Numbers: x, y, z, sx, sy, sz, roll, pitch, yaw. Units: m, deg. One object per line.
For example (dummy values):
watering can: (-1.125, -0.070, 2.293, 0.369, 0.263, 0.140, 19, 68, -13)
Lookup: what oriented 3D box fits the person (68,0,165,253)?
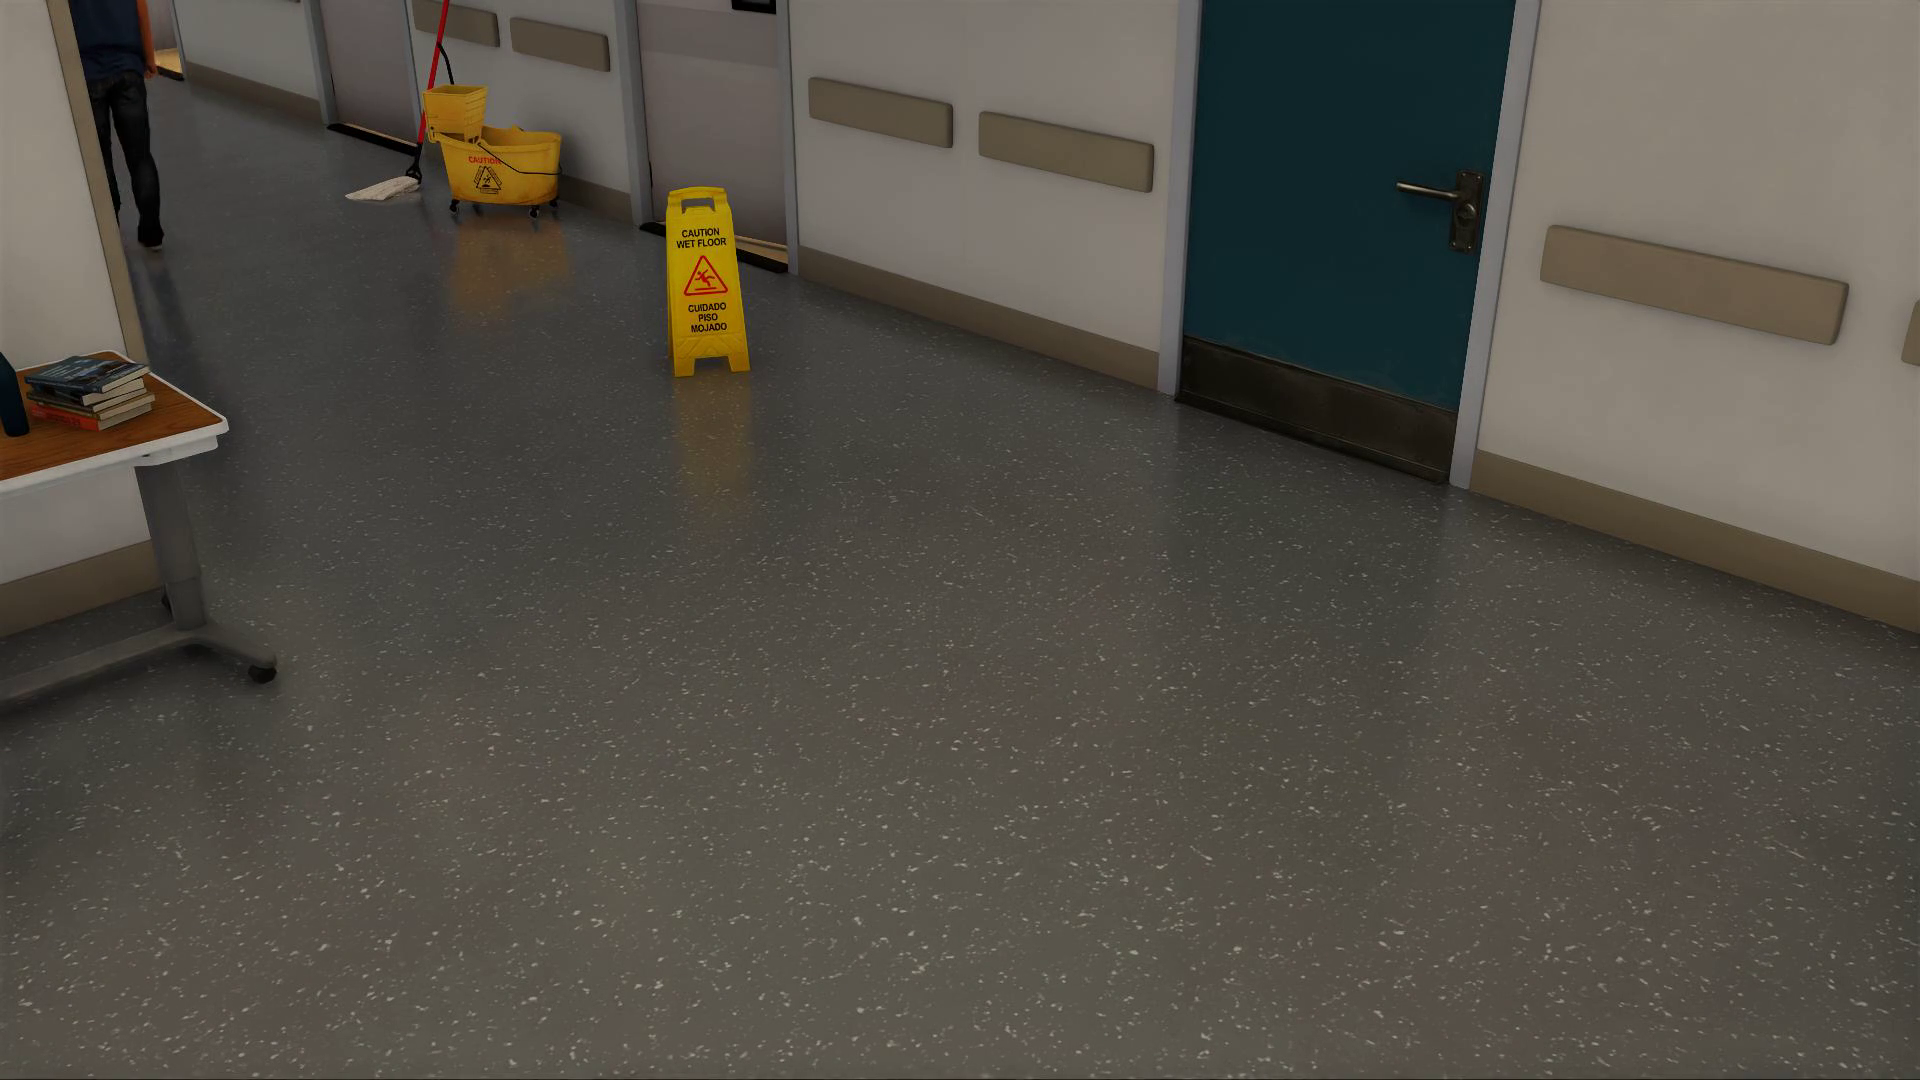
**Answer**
person: (-4.238, -2.311, 8.301, 0.767, 1.778, 1.076, -19, 32, -34)
